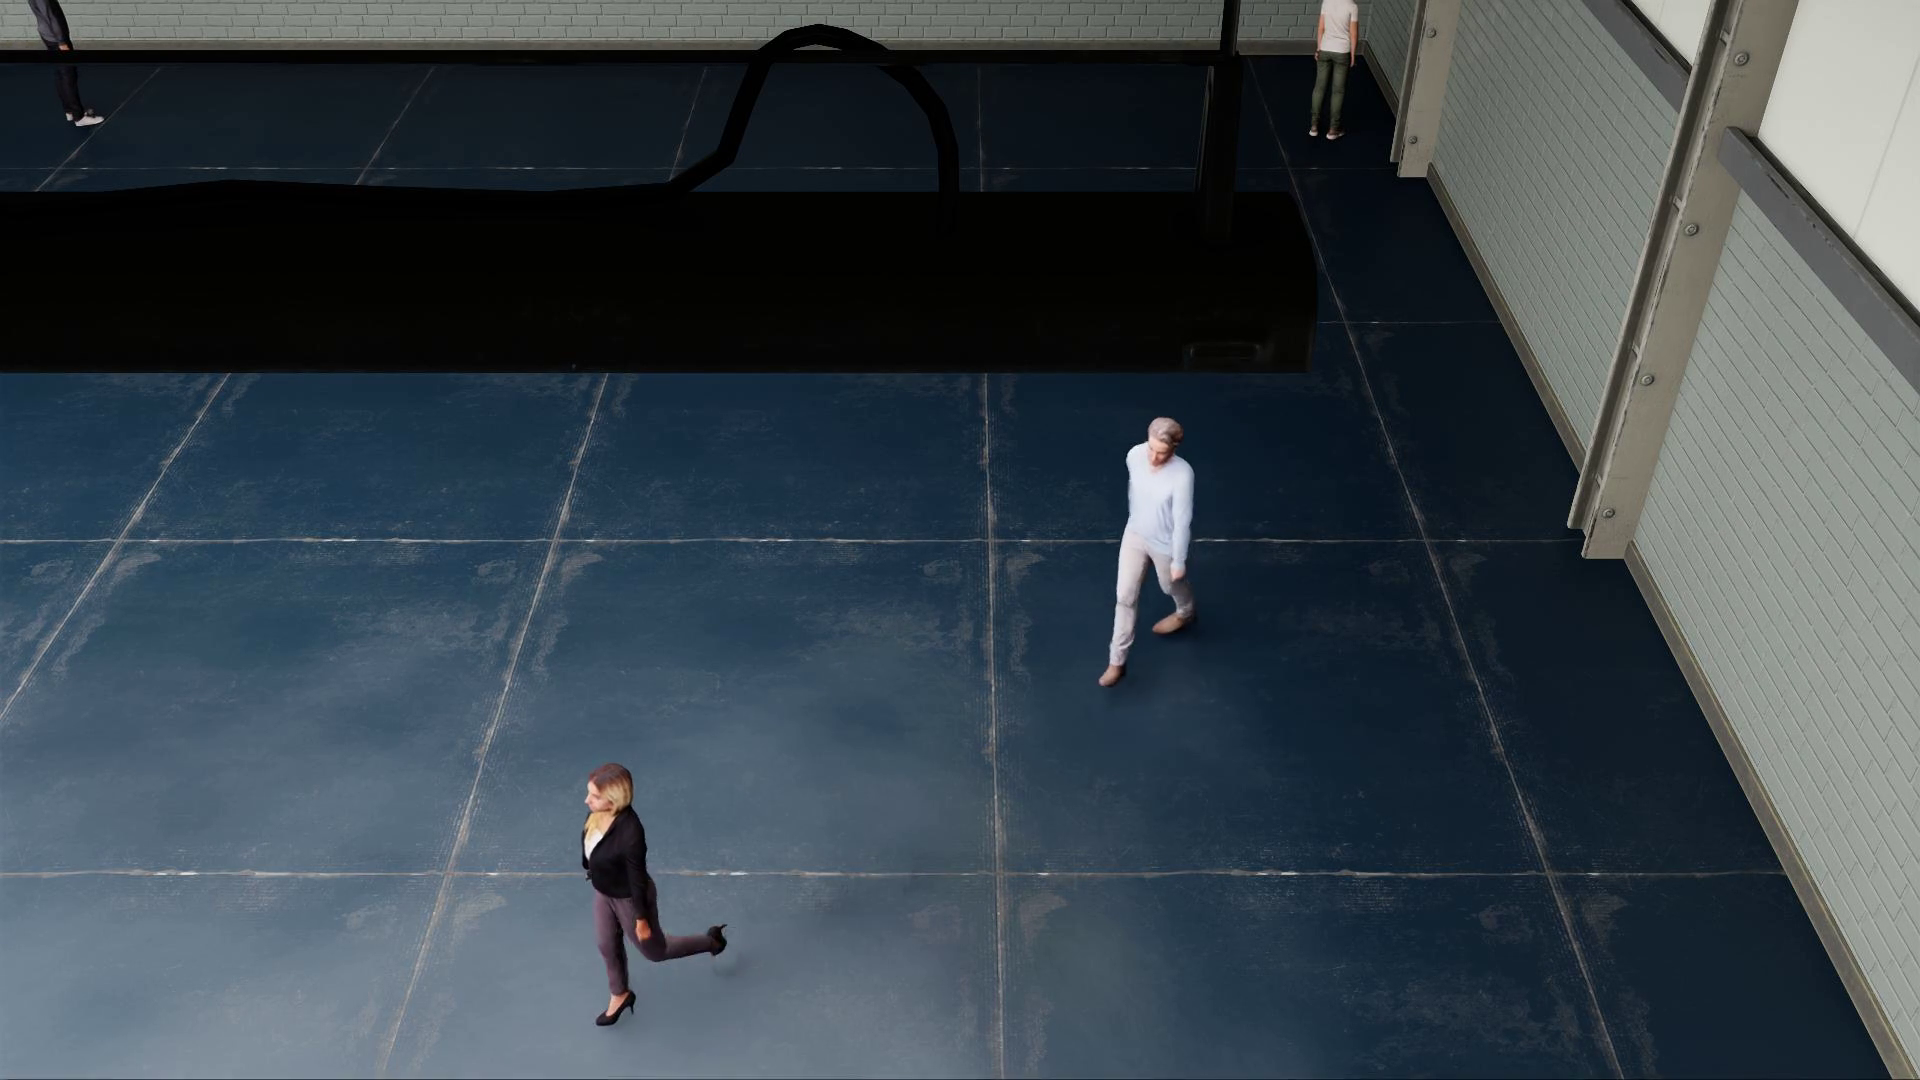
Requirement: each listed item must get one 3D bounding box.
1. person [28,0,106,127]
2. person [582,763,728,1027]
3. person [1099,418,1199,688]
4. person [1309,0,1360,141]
[{"bbox_3d":[-9.040,-5.032,16.610,0.754,1.760,0.671,-27,45,-31],"label":"person"},{"bbox_3d":[-1.489,1.666,7.892,1.004,1.648,1.006,-24,43,-28],"label":"person"},{"bbox_3d":[1.213,-0.026,9.965,1.290,1.832,1.180,-29,46,-32],"label":"person"},{"bbox_3d":[3.690,-4.787,16.373,0.667,1.655,0.694,21,42,26],"label":"person"}]
